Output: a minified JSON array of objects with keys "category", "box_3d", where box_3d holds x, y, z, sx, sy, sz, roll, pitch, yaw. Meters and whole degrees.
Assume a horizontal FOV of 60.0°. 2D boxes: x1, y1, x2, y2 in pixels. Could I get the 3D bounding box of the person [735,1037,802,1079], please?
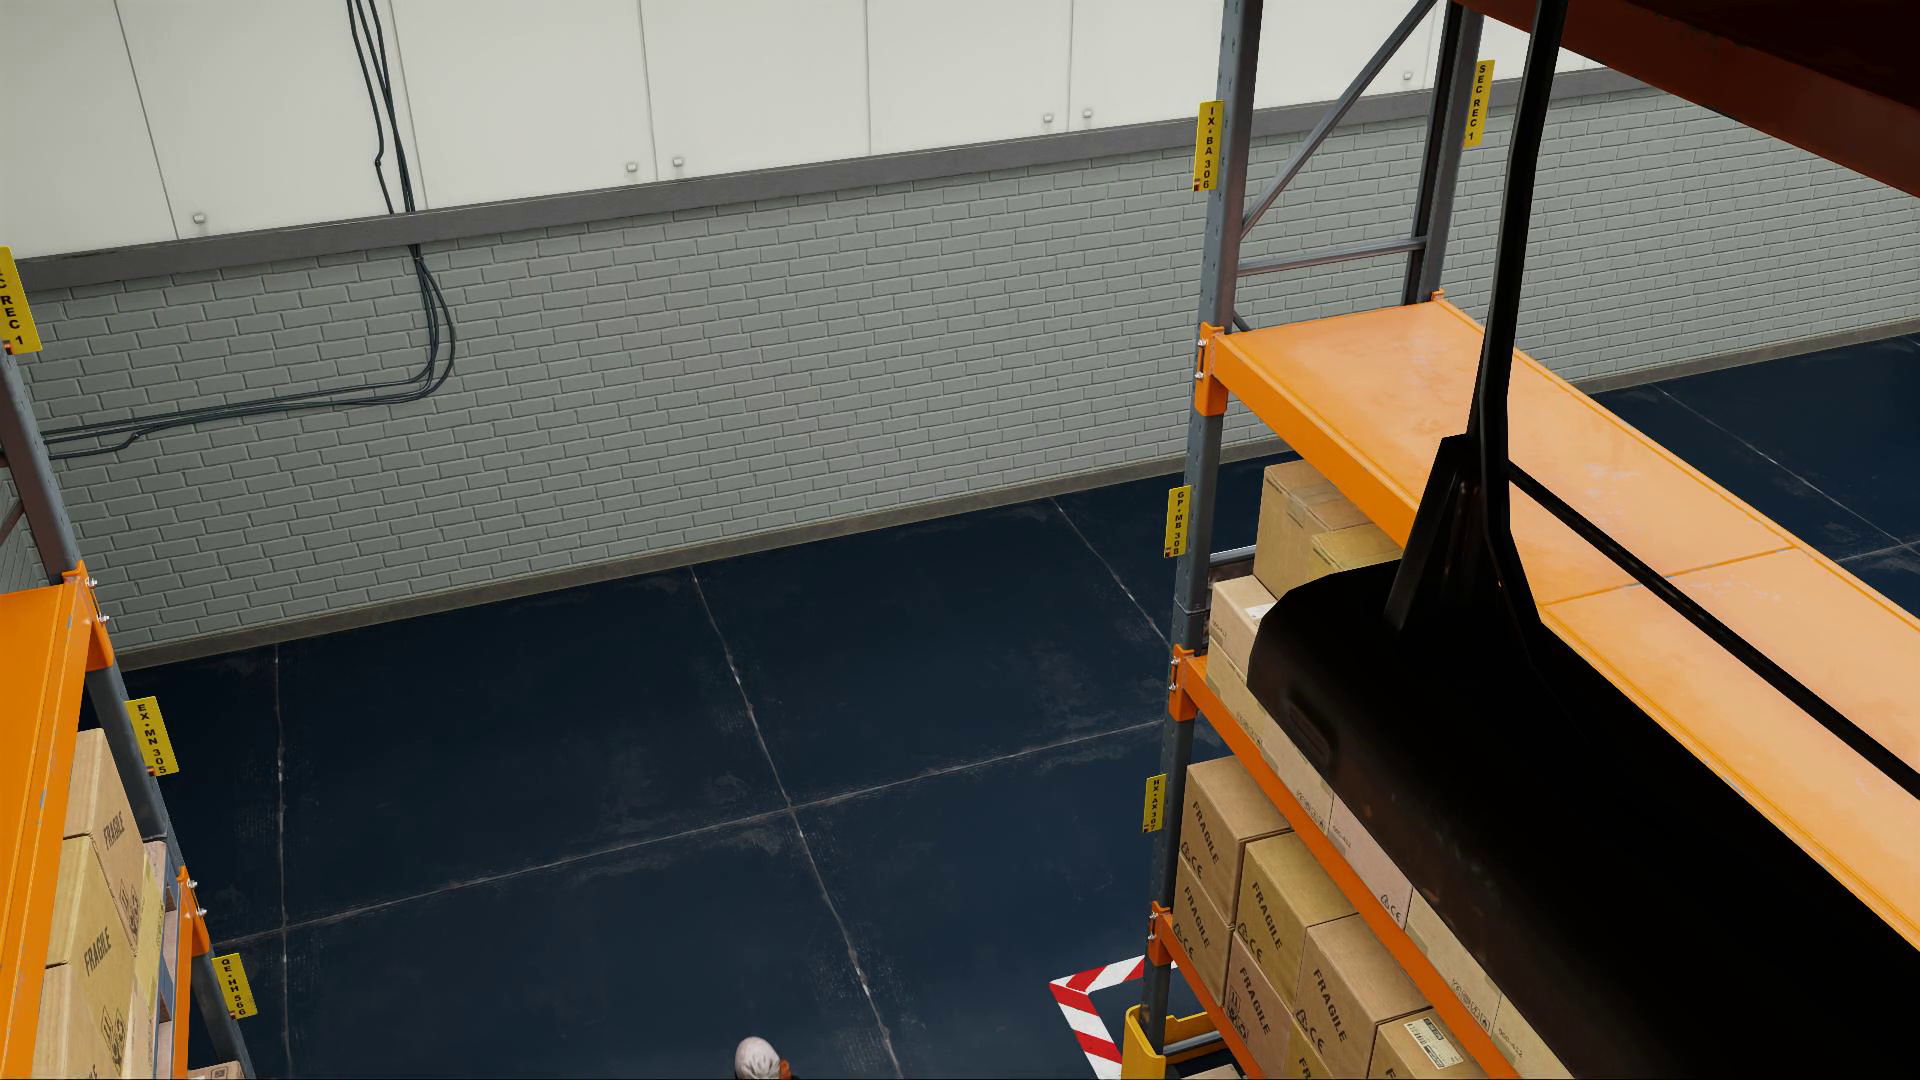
[{"category":"person","box_3d":[-0.830,2.742,7.192,0.656,1.633,0.636,-16,36,-24]}]
